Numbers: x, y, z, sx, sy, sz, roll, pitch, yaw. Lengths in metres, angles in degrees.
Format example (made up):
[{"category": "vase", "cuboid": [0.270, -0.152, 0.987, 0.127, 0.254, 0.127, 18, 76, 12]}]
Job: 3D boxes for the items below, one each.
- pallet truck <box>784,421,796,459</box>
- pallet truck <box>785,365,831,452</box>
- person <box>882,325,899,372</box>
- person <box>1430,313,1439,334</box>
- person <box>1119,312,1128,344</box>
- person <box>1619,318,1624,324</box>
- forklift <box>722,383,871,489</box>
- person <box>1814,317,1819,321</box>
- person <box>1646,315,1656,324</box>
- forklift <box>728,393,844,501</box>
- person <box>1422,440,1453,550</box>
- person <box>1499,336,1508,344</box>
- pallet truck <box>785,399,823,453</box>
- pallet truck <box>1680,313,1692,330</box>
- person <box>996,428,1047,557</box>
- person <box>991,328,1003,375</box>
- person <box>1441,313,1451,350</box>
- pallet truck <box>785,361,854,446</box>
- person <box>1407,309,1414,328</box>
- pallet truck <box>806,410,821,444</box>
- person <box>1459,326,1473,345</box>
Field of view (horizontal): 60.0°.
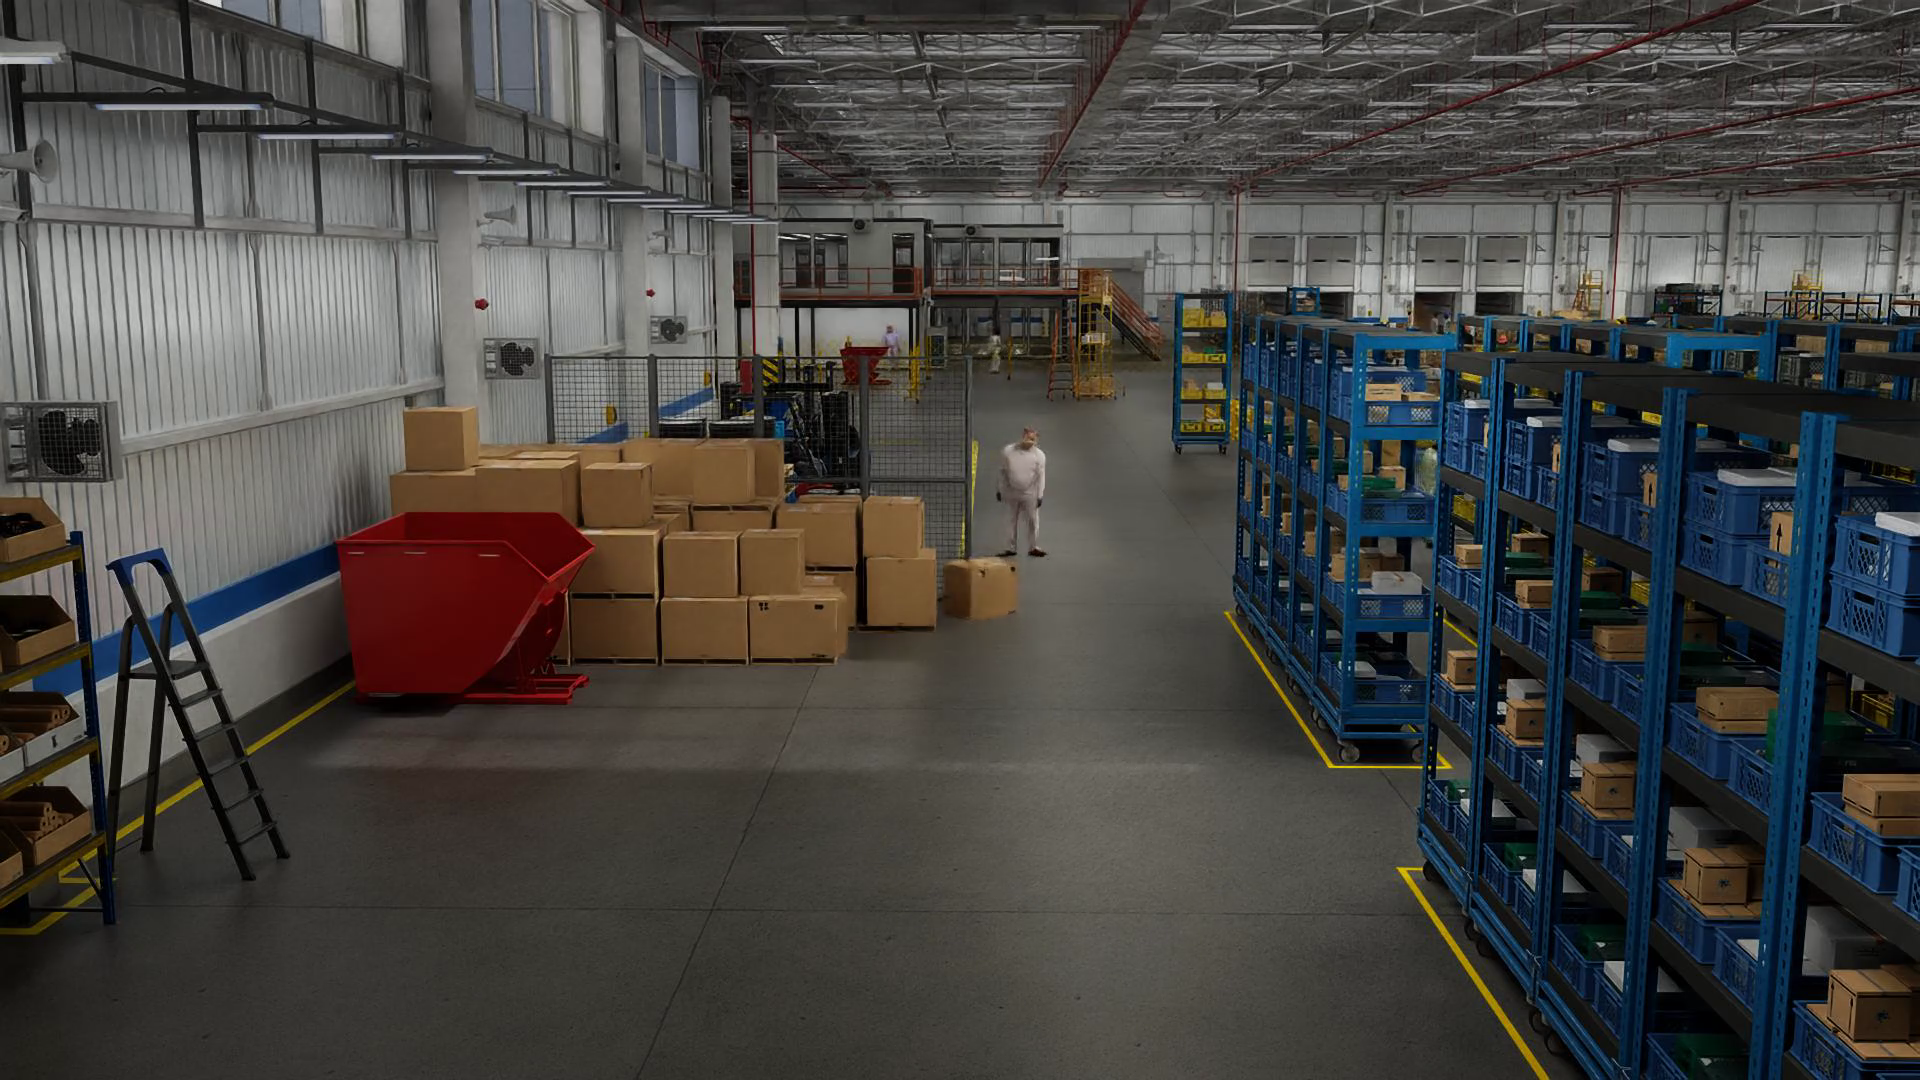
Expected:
[{"category": "pallet truck", "cuboid": [-4.013, -1.793, 32.705, 1.601, 1.201, 0.680, 0, 9, 1]}, {"category": "pallet truck", "cuboid": [-3.774, -2.976, 37.635, 1.885, 1.965, 0.823, 1, 9, 5]}, {"category": "person", "cuboid": [-2.830, -7.805, 67.745, 0.735, 1.883, 0.827, -2, 9, -12]}, {"category": "person", "cuboid": [24.874, -10.980, 87.224, 0.465, 1.925, 0.661, 8, 12, 42]}, {"category": "person", "cuboid": [9.145, -11.910, 93.048, 0.555, 1.908, 0.914, 0, 9, -1]}, {"category": "person", "cuboid": [30.871, -9.428, 77.689, 0.586, 1.918, 0.394, 7, 12, 37]}, {"category": "forklift", "cuboid": [-2.893, -1.687, 28.729, 2.680, 1.987, 1.157, 0, 9, -1]}, {"category": "person", "cuboid": [41.301, -9.797, 80.063, 0.430, 1.888, 0.629, -5, 10, -26]}, {"category": "person", "cuboid": [33.843, -10.048, 81.456, 0.377, 1.936, 0.627, -4, 10, -21]}, {"category": "forklift", "cuboid": [-2.979, -1.316, 26.476, 2.680, 1.987, 1.157, 0, 9, 1]}, {"category": "person", "cuboid": [7.006, -0.748, 24.448, 0.431, 1.813, 0.614, 8, 12, 39]}, {"category": "person", "cuboid": [17.390, -5.532, 53.322, 0.611, 2.032, 0.419, 6, 11, 31]}, {"category": "pallet truck", "cuboid": [-3.814, -2.432, 36.419, 1.630, 1.274, 0.653, 0, 9, 1]}, {"category": "pallet truck", "cuboid": [36.315, -10.531, 84.244, 0.823, 1.965, 1.885, -6, 11, -33]}, {"category": "person", "cuboid": [0.863, -0.668, 23.799, 0.733, 1.876, 0.394, 2, 9, 10]}, {"category": "person", "cuboid": [1.475, -7.459, 65.732, 0.639, 1.855, 0.585, 2, 10, 14]}, {"category": "person", "cuboid": [25.112, -10.762, 85.841, 0.408, 1.937, 0.613, -2, 9, -14]}, {"category": "pallet truck", "cuboid": [-3.410, -3.193, 38.978, 1.885, 1.965, 0.823, 0, 9, -1]}, {"category": "person", "cuboid": [25.610, -12.187, 94.709, 0.398, 1.918, 0.586, 7, 11, 36]}, {"category": "pallet truck", "cuboid": [-3.559, -2.018, 33.905, 1.522, 1.261, 0.704, 0, 9, -1]}, {"category": "person", "cuboid": [19.749, -7.412, 65.011, 0.377, 1.995, 0.608, -7, 11, -36]}]
